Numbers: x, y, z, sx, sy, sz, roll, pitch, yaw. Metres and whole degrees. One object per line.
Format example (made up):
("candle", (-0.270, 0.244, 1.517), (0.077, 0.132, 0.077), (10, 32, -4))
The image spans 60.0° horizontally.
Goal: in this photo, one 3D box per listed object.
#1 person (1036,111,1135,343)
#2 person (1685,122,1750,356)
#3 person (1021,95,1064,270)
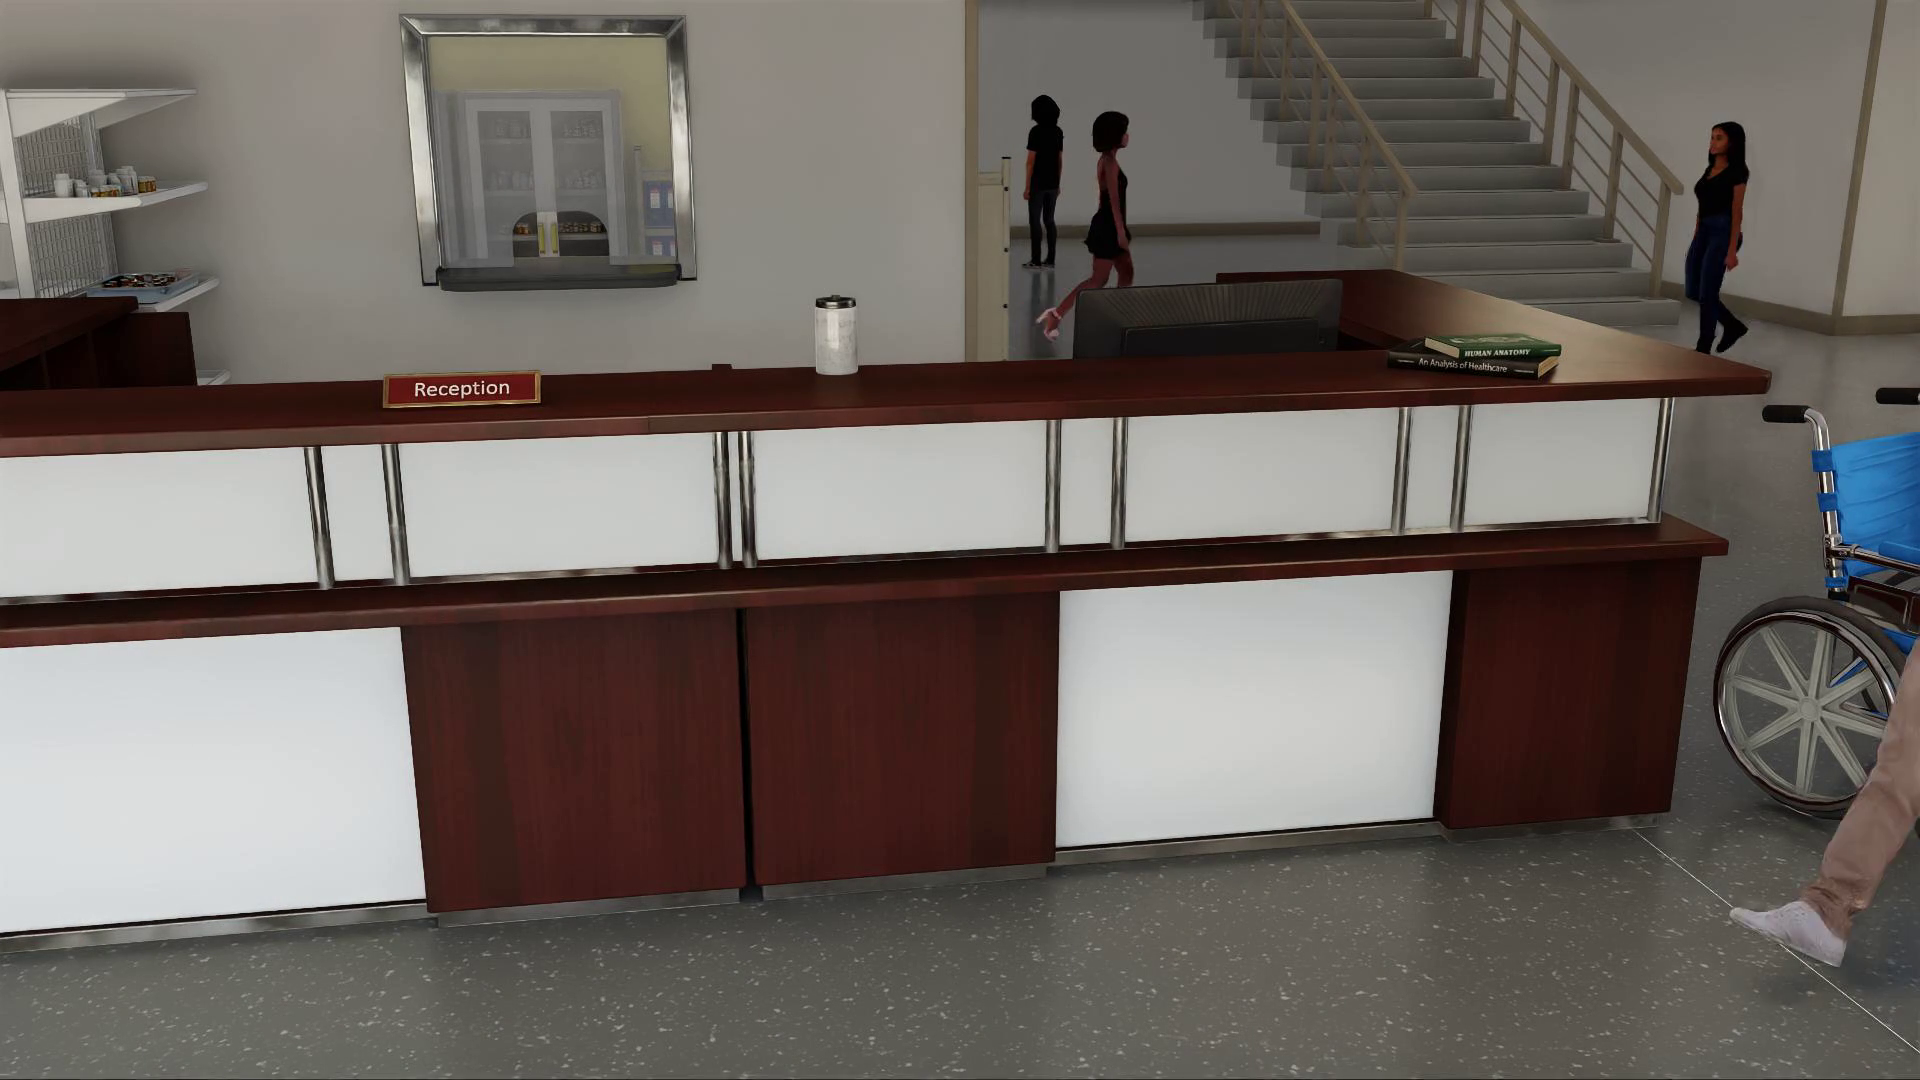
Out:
("person", (1.015, -2.246, 12.344), (0.798, 1.756, 1.066), (1, 16, 4))
("person", (5.424, -2.069, 11.775), (0.644, 1.723, 0.743), (-3, 16, -12))
("person", (0.906, -3.843, 17.866), (0.713, 1.821, 0.710), (-12, 20, -37))
